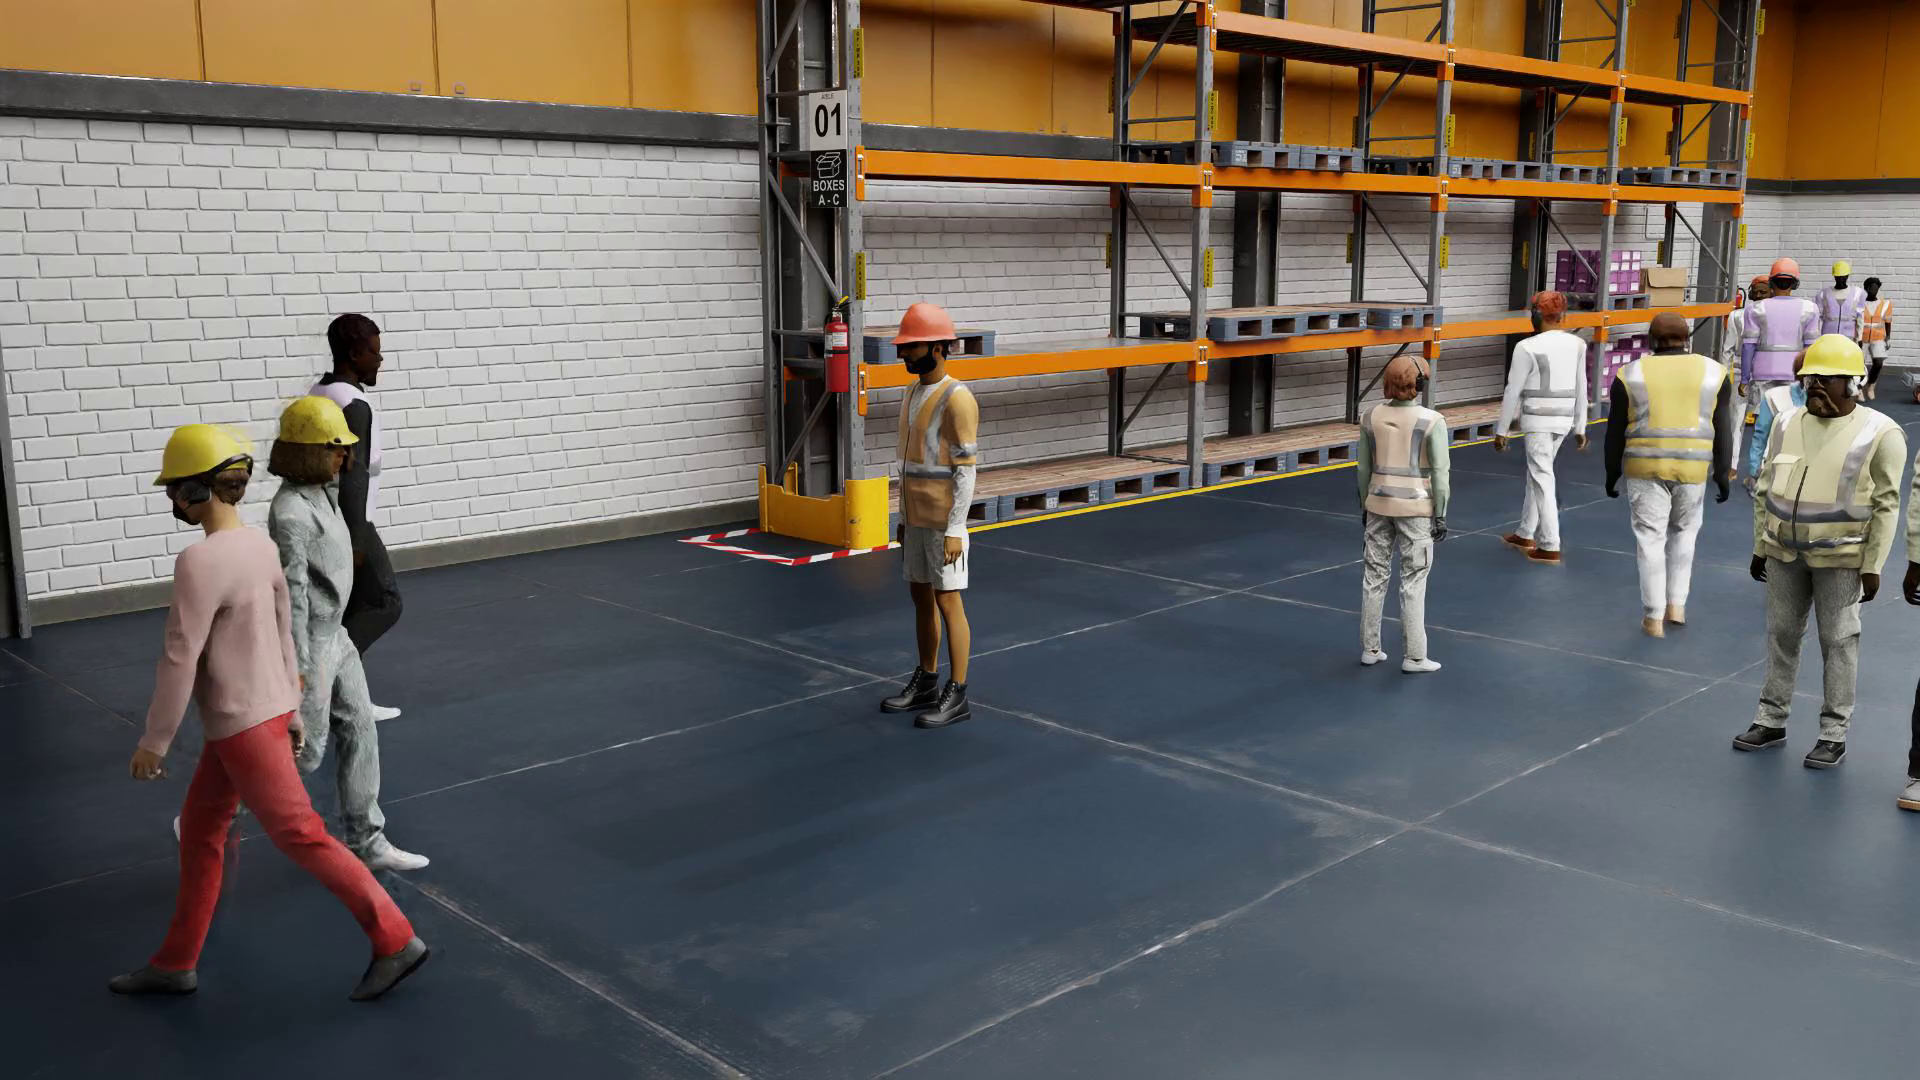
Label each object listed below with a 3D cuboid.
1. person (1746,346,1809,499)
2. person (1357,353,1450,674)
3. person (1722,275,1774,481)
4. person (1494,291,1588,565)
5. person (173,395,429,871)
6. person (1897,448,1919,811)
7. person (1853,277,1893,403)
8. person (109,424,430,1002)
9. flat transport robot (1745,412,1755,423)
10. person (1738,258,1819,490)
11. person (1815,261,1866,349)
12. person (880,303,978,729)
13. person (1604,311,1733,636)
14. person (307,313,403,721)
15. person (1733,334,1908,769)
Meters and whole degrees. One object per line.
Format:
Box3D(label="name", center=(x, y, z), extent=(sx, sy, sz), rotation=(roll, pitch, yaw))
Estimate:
Box3D(label="person", center=(5.032, -0.374, 9.988), extent=(0.519, 1.605, 0.799), rotation=(7, 13, 35))
Box3D(label="person", center=(2.266, -0.131, 8.544), extent=(0.514, 1.644, 0.307), rotation=(10, 14, 44))
Box3D(label="person", center=(7.216, -1.452, 15.088), extent=(0.584, 1.882, 0.337), rotation=(6, 12, 30))
Box3D(label="person", center=(3.950, -0.786, 11.518), extent=(0.614, 1.856, 0.804), rotation=(-5, 11, -24))
Box3D(label="person", center=(-2.288, 0.359, 5.681), extent=(0.736, 1.718, 0.483), rotation=(-2, 11, -9))
Box3D(label="person", center=(3.962, 0.090, 6.378), extent=(0.619, 1.994, 0.381), rotation=(6, 12, 28))
Box3D(label="person", center=(12.175, -2.677, 22.296), extent=(0.558, 1.682, 0.376), rotation=(4, 11, 21))
Box3D(label="person", center=(-2.036, 0.513, 4.843), extent=(0.936, 1.710, 0.533), rotation=(-2, 11, -8))
Box3D(label="flat transport robot", center=(9.699, -1.559, 20.074), extent=(0.652, 0.197, 1.431), rotation=(6, 12, 30))
Box3D(label="person", center=(7.193, -1.455, 14.672), extent=(0.609, 2.044, 0.394), rotation=(3, 11, 16))
Box3D(label="person", center=(11.416, -2.668, 21.651), extent=(0.618, 1.905, 0.491), rotation=(5, 12, 25))
Box3D(label="person", center=(-0.142, -0.111, 7.629), extent=(0.361, 1.938, 0.546), rotation=(-7, 12, -32))
Box3D(label="person", center=(3.993, -0.385, 9.444), extent=(0.658, 1.818, 0.612), rotation=(3, 11, 14))
Box3D(label="person", center=(-2.768, -0.062, 7.474), extent=(0.458, 1.900, 0.616), rotation=(-8, 13, -39))
Box3D(label="person", center=(3.638, 0.045, 7.067), extent=(0.404, 1.833, 0.590), rotation=(-7, 13, -34))
